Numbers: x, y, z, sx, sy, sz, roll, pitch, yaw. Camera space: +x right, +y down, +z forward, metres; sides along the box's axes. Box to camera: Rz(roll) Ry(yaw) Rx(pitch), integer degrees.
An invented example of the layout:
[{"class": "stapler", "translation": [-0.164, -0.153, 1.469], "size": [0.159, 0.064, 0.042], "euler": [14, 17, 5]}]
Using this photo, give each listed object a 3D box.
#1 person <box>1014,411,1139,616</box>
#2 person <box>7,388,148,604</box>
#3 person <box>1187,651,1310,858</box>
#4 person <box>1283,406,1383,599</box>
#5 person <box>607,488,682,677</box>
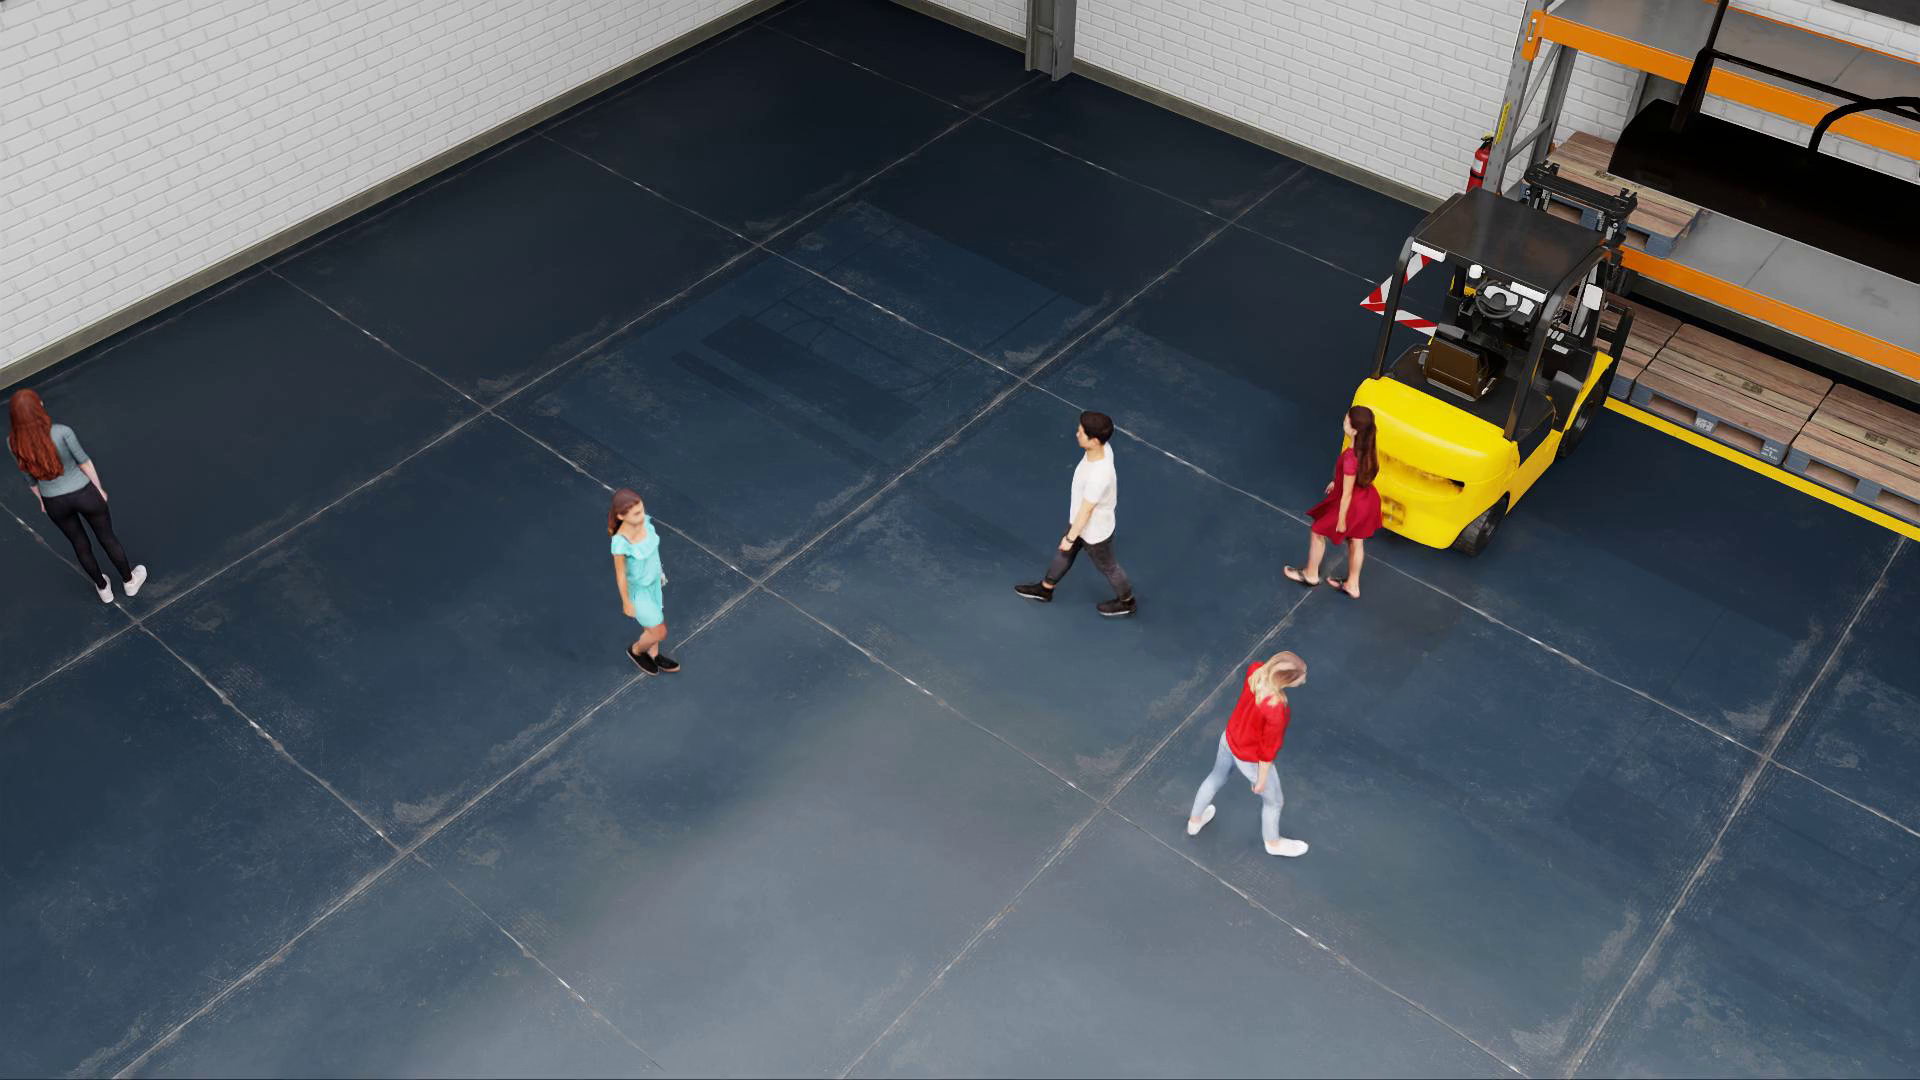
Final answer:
[{"class": "person", "translation": [0.947, -0.114, 10.883], "size": [1.144, 1.676, 1.044], "euler": [0, 44, 0]}, {"class": "person", "translation": [-5.881, -0.279, 11.008], "size": [0.662, 1.742, 0.697], "euler": [-10, 45, -11]}, {"class": "person", "translation": [1.604, 1.216, 9.499], "size": [0.978, 1.660, 0.944], "euler": [-20, 47, -20]}, {"class": "person", "translation": [2.677, -0.210, 11.088], "size": [0.737, 1.532, 0.526], "euler": [28, 50, 26]}, {"class": "person", "translation": [-2.085, 0.265, 10.572], "size": [0.670, 1.556, 0.635], "euler": [15, 46, 15]}]
